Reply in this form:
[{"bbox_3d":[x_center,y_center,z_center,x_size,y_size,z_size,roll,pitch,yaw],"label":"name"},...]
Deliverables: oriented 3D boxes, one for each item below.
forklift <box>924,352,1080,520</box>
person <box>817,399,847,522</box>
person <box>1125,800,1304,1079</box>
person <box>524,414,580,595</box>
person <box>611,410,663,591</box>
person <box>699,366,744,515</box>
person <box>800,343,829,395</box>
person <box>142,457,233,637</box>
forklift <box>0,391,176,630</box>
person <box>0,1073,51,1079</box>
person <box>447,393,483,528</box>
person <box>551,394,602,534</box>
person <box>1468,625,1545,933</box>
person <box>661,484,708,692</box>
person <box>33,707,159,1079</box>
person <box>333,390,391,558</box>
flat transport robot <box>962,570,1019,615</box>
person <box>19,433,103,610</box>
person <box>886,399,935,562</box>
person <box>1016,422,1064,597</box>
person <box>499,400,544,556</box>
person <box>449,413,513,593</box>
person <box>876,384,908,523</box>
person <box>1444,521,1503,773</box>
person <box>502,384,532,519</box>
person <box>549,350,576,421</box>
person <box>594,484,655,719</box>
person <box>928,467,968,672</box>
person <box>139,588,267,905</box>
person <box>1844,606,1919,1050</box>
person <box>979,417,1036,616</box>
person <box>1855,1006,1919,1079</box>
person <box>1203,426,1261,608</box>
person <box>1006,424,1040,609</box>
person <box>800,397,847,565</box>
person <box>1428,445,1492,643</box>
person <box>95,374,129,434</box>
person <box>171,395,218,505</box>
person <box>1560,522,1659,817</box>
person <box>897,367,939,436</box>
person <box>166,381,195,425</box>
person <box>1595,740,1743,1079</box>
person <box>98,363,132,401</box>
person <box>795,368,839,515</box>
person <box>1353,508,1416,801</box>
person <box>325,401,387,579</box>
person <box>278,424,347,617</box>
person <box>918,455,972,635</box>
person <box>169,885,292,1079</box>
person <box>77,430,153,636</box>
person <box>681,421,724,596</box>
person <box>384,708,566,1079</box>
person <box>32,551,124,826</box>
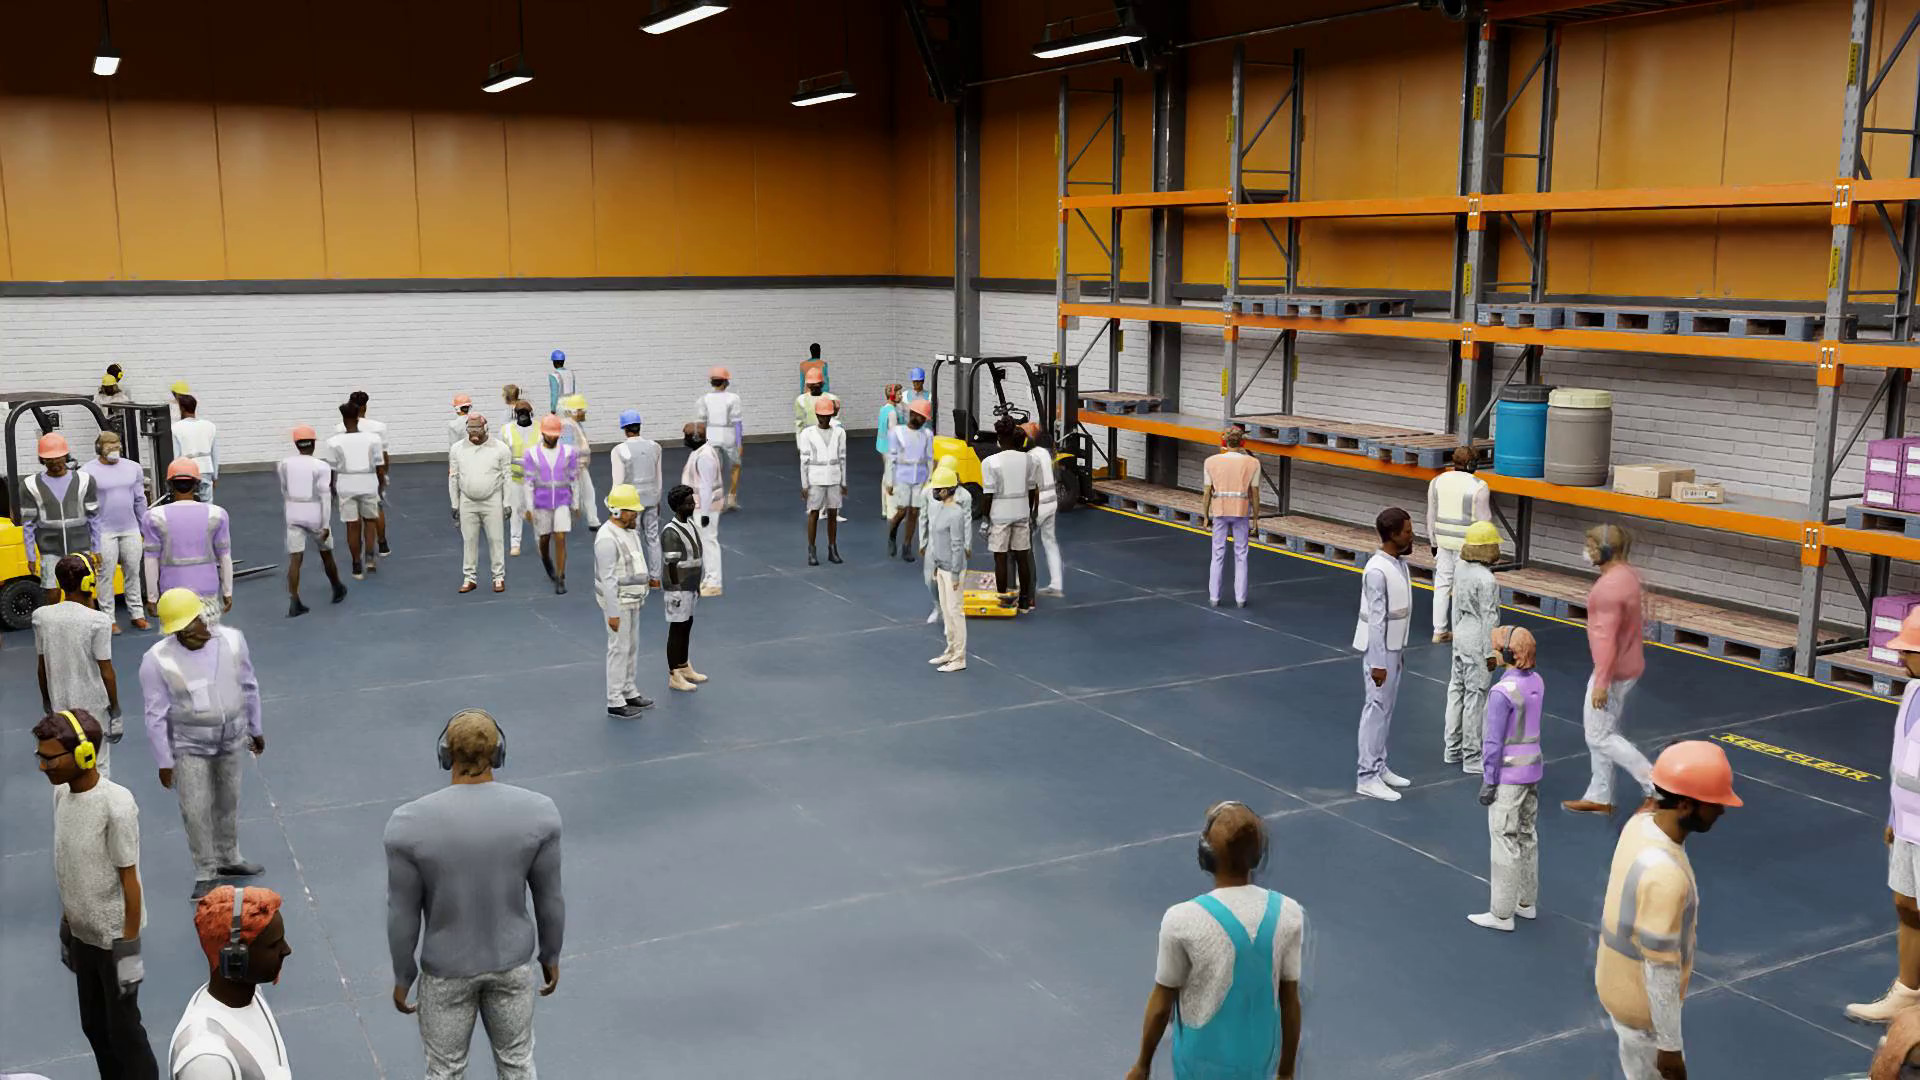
[{"bbox_3d":[0.460,-1.461,22.833,2.313,2.155,1.214,-5,11,-28],"label":"forklift"},{"bbox_3d":[-1.723,-1.054,22.111,0.313,1.633,0.525,-8,12,-38],"label":"person"},{"bbox_3d":[0.886,1.748,5.502,0.523,1.802,0.959,-5,11,-24],"label":"person"},{"bbox_3d":[-4.340,-0.412,17.670,0.583,1.903,0.821,-3,10,-18],"label":"person"},{"bbox_3d":[-3.395,-0.396,17.445,0.605,1.935,0.417,-10,14,-44],"label":"person"},{"bbox_3d":[-3.228,-1.355,22.719,0.646,2.019,0.601,2,10,12],"label":"person"},{"bbox_3d":[-2.645,-2.630,30.354,0.587,1.920,0.392,5,11,26],"label":"person"},{"bbox_3d":[-5.899,0.377,12.746,0.613,2.028,0.409,-6,12,-32],"label":"person"},{"bbox_3d":[-9.026,-0.363,16.508,1.214,2.155,2.313,6,11,29],"label":"forklift"},{"bbox_3d":[-2.368,1.965,3.942,0.401,1.904,0.649,2,10,9],"label":"person"},{"bbox_3d":[-6.423,-1.027,21.598,0.326,1.752,0.561,6,12,33],"label":"person"},{"bbox_3d":[-4.960,-0.955,21.075,0.898,1.793,0.574,1,10,6],"label":"person"},{"bbox_3d":[2.924,1.256,8.820,0.316,1.629,0.509,8,13,40],"label":"person"},{"bbox_3d":[-2.269,0.383,13.649,0.318,1.697,0.535,2,10,9],"label":"person"},{"bbox_3d":[-3.343,1.555,6.456,0.528,1.857,0.333,7,12,34],"label":"person"},{"bbox_3d":[-6.996,-0.769,19.499,0.607,1.966,0.373,-3,10,-17],"label":"person"},{"bbox_3d":[0.291,0.525,16.928,0.652,0.197,1.431,1,10,5],"label":"flat transport robot"},{"bbox_3d":[-7.796,0.075,14.477,0.609,2.034,0.423,-6,12,-31],"label":"person"},{"bbox_3d":[-0.571,-0.691,19.281,0.568,1.892,0.435,-4,11,-22],"label":"person"},{"bbox_3d":[0.747,-0.293,17.139,0.609,1.852,0.583,5,11,27],"label":"person"},{"bbox_3d":[-5.115,-0.728,19.628,0.635,1.842,0.429,-3,10,-16],"label":"person"},{"bbox_3d":[-5.036,-0.387,17.476,0.651,1.906,0.402,-1,10,-4],"label":"person"},{"bbox_3d":[-0.910,-1.151,22.048,0.389,1.846,0.567,-3,10,-15],"label":"person"},{"bbox_3d":[3.572,0.732,11.500,0.291,1.746,0.484,-2,10,-12],"label":"person"},{"bbox_3d":[-6.053,-1.173,22.278,0.821,1.817,0.512,2,10,13],"label":"person"},{"bbox_3d":[-6.654,-2.198,27.784,0.405,1.946,0.612,4,11,23],"label":"person"},{"bbox_3d":[-2.595,0.469,12.809,0.403,1.818,0.606,1,10,6],"label":"person"},{"bbox_3d":[-0.114,0.250,14.246,0.343,1.762,0.526,-3,10,-17],"label":"person"},{"bbox_3d":[-4.180,1.113,9.217,0.465,1.787,0.657,8,12,37],"label":"person"},{"bbox_3d":[4.290,1.293,7.420,0.395,2.040,0.609,1,10,6],"label":"person"},{"bbox_3d":[0.469,-0.226,16.393,0.603,1.962,0.371,-5,11,-27],"label":"person"},{"bbox_3d":[2.551,2.018,4.544,0.505,1.587,0.848,7,12,36],"label":"person"},{"bbox_3d":[2.729,-0.223,16.739,0.562,1.838,0.387,2,10,11],"label":"person"},{"bbox_3d":[0.558,-0.223,16.644,0.520,1.871,0.332,-4,11,-22],"label":"person"},{"bbox_3d":[-1.545,-0.673,19.037,0.551,1.934,0.373,-4,11,-22],"label":"person"},{"bbox_3d":[4.559,0.052,15.138,0.429,1.842,0.629,-8,12,-37],"label":"person"},{"bbox_3d":[-12.819,-1.643,25.208,0.479,1.733,0.340,-3,10,-17],"label":"person"},{"bbox_3d":[-9.037,-0.760,19.664,0.423,1.903,0.594,6,11,30],"label":"person"},{"bbox_3d":[4.144,0.847,10.355,0.621,1.916,0.655,5,11,27],"label":"person"},{"bbox_3d":[-0.601,-1.489,23.702,0.604,1.949,0.384,0,10,1],"label":"person"},{"bbox_3d":[-11.298,-1.442,24.056,0.535,1.740,0.528,6,12,32],"label":"person"},{"bbox_3d":[2.443,1.618,5.899,0.498,1.916,0.587,3,10,15],"label":"person"},{"bbox_3d":[-12.951,-1.781,25.607,0.531,1.870,0.317,-1,10,-6],"label":"person"},{"bbox_3d":[-1.930,-1.318,22.523,0.606,2.028,0.452,1,10,6],"label":"person"},{"bbox_3d":[2.801,0.744,10.982,0.387,1.928,0.611,5,11,25],"label":"person"},{"bbox_3d":[-6.652,-0.554,18.299,0.624,1.948,0.489,-5,11,-26],"label":"person"},{"bbox_3d":[-6.514,-0.215,16.625,0.539,1.875,1.000,0,10,0],"label":"person"},{"bbox_3d":[-0.122,0.023,15.662,0.506,1.712,0.605,2,10,12],"label":"person"},{"bbox_3d":[-1.978,1.862,4.612,0.359,1.880,0.575,-2,10,-14],"label":"person"},{"bbox_3d":[-7.930,-0.070,15.605,0.385,1.929,0.634,8,12,37],"label":"person"},{"bbox_3d":[-2.692,-0.329,17.392,0.436,1.831,0.627,-3,10,-15],"label":"person"},{"bbox_3d":[-1.775,1.571,6.161,0.635,1.927,0.372,-4,11,-24],"label":"person"},{"bbox_3d":[-5.108,0.993,9.678,0.512,1.861,0.325,1,10,8],"label":"person"}]
